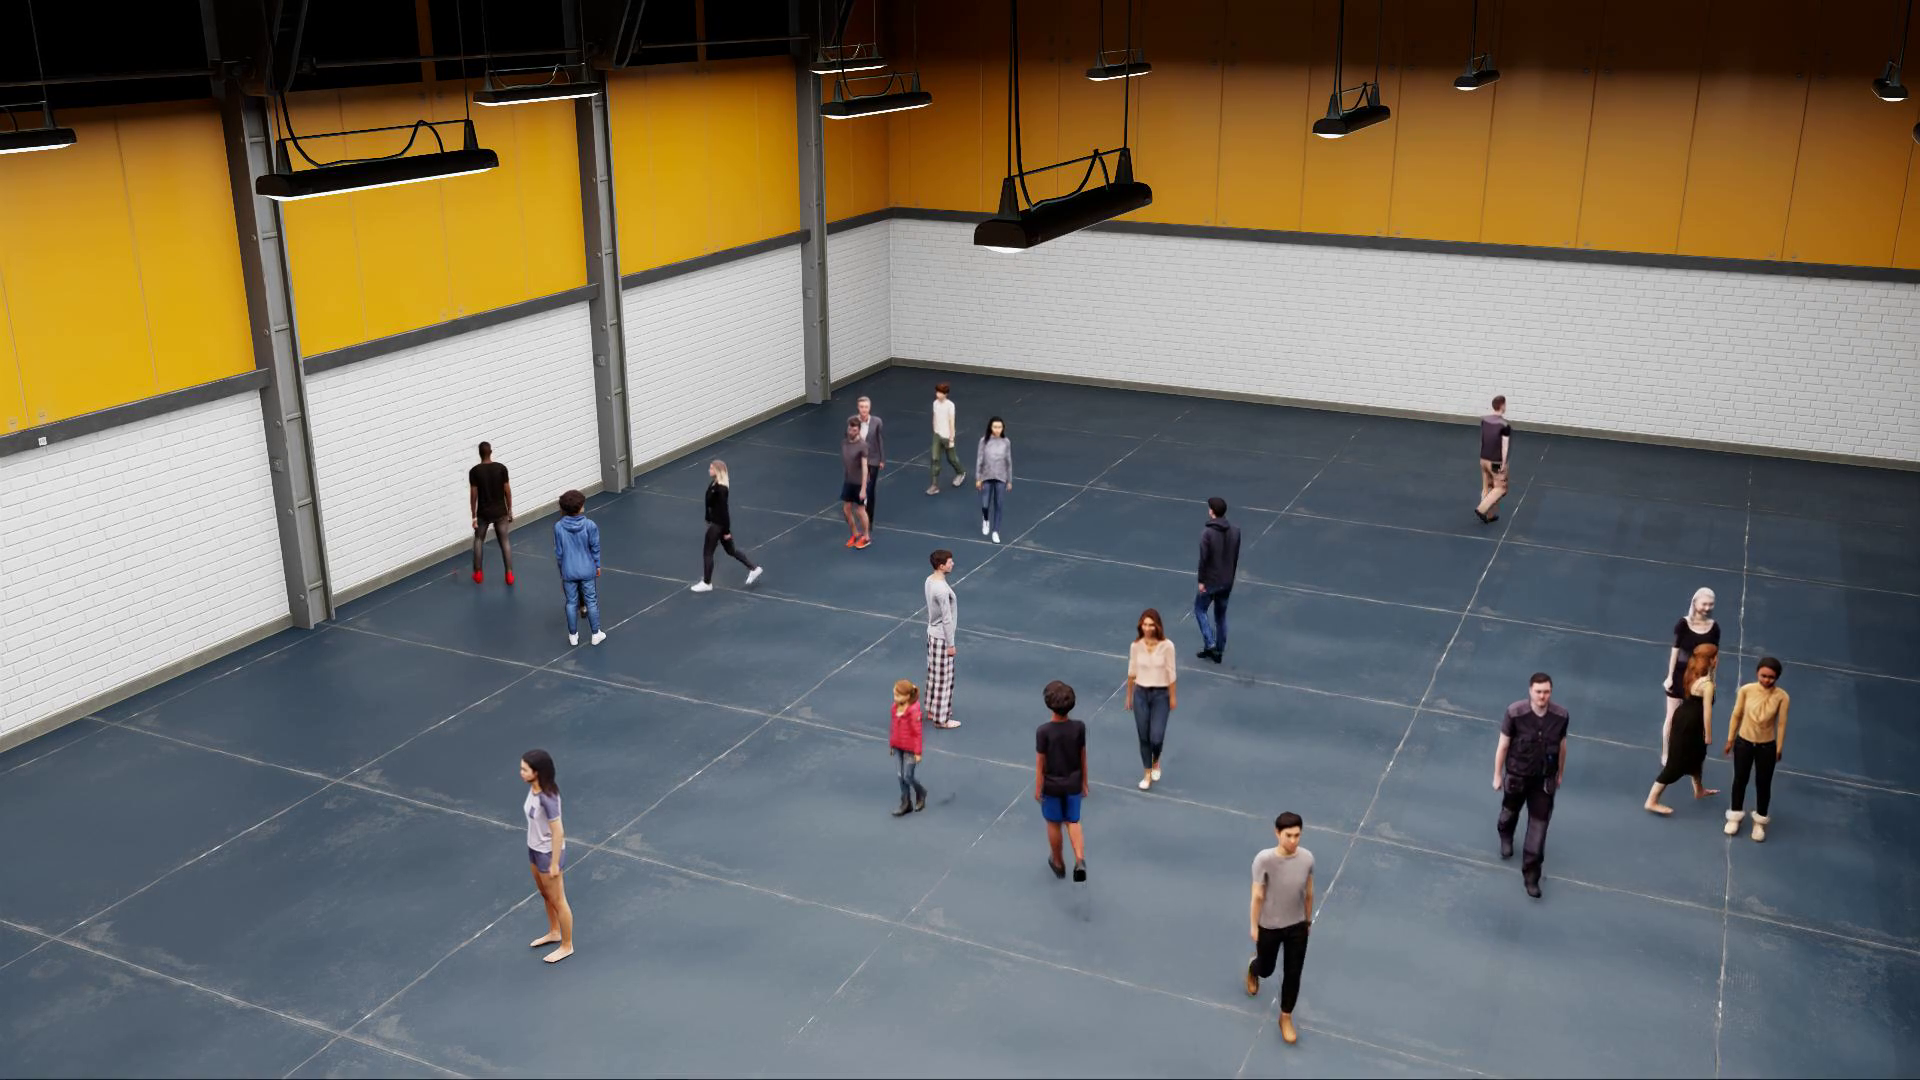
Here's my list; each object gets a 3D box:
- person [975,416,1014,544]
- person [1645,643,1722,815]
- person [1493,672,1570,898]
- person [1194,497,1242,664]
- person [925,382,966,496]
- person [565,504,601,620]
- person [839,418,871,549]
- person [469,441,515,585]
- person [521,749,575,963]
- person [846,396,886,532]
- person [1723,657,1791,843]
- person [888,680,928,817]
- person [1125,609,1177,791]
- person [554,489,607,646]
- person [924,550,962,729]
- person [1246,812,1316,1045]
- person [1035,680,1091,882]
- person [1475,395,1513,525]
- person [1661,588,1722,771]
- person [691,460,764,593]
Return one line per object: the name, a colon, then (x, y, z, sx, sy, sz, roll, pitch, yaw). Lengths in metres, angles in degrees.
person: (0.442, -0.839, 22.245, 0.788, 1.723, 0.827, -2, 19, -5)
person: (6.464, 1.701, 14.928, 0.840, 1.580, 0.965, 6, 19, 16)
person: (4.722, 1.945, 13.846, 0.954, 1.807, 1.295, 3, 19, 9)
person: (2.852, 0.473, 18.106, 0.795, 1.878, 0.858, -7, 20, -21)
person: (-0.176, -1.502, 24.378, 0.707, 1.619, 1.143, 12, 22, 32)
person: (-4.492, 0.221, 19.492, 0.747, 1.472, 0.704, -12, 22, -31)
person: (-1.340, -0.752, 21.840, 0.790, 1.817, 0.752, -15, 24, -38)
person: (-5.823, -0.327, 20.624, 0.840, 1.789, 0.901, -7, 20, -20)
person: (-3.151, 2.380, 12.674, 0.658, 1.733, 0.657, -12, 22, -33)
person: (-1.310, -1.091, 22.862, 1.029, 1.807, 1.263, 0, 19, 1)
person: (6.974, 1.776, 14.582, 0.645, 1.659, 0.636, 12, 22, 32)
person: (-0.435, 1.851, 14.908, 0.602, 1.308, 0.655, 16, 25, 40)
person: (1.791, 1.439, 15.395, 0.643, 1.779, 0.658, 6, 20, 18)
person: (-4.291, 0.309, 18.711, 0.748, 1.804, 0.737, -1, 19, -2)
person: (-0.195, 0.972, 16.673, 0.755, 1.847, 0.687, -6, 19, -17)
person: (2.272, 2.676, 11.838, 0.877, 1.705, 1.032, -2, 19, -5)
person: (0.854, 2.036, 13.623, 0.927, 1.778, 1.016, -4, 19, -11)
person: (7.250, -1.074, 22.786, 0.986, 1.823, 0.913, -9, 21, -26)
person: (6.861, 1.305, 15.706, 0.667, 1.833, 0.611, 2, 19, 5)
person: (-2.844, -0.169, 20.368, 1.102, 1.652, 1.135, -4, 19, -11)
